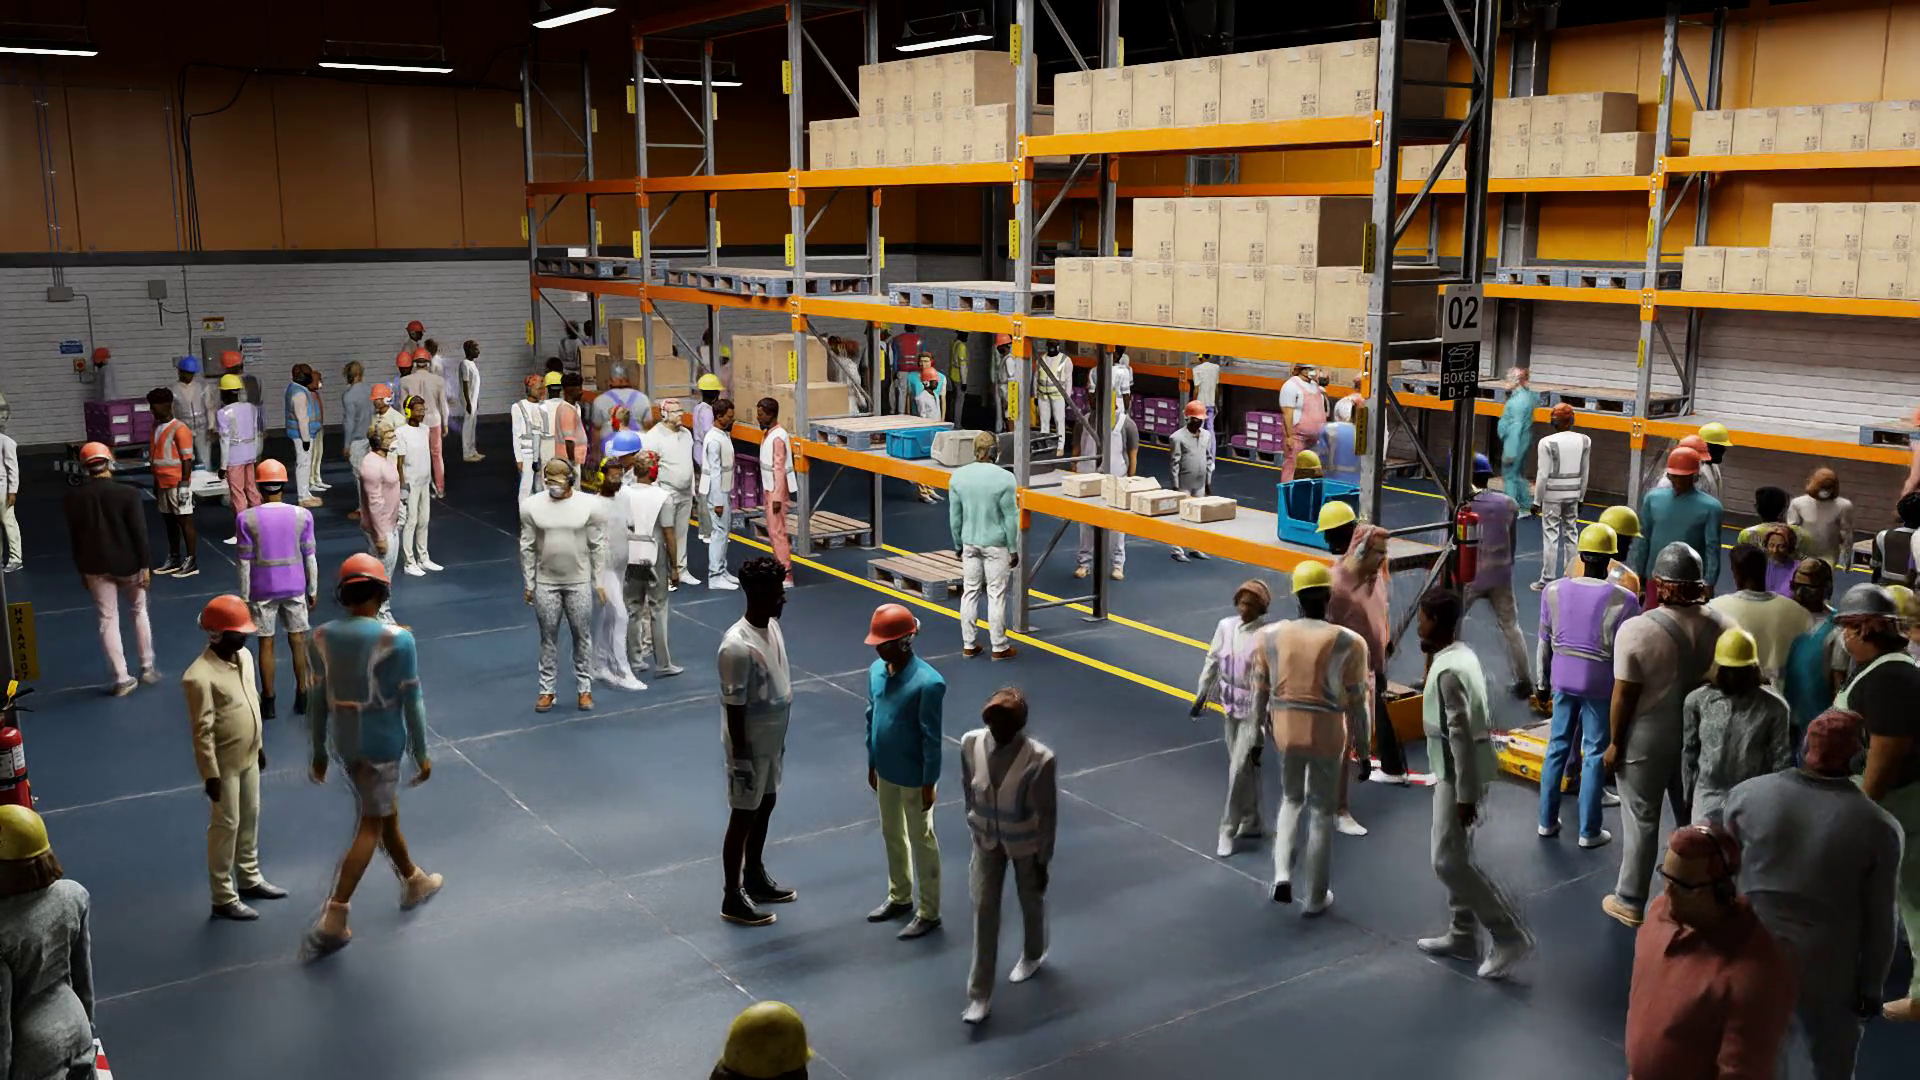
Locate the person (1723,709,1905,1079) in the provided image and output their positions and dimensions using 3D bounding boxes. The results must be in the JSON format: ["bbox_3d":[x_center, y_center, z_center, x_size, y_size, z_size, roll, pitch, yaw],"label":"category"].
[{"bbox_3d":[3.206,1.563,6.315,0.645,1.875,0.668,10,15,42],"label":"person"}]

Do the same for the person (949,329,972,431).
[{"bbox_3d":[0.014,-2.754,28.267,0.394,1.918,0.588,-3,12,-17],"label":"person"}]

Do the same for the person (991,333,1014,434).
[{"bbox_3d":[0.791,-2.640,27.613,0.621,1.947,0.413,7,13,33],"label":"person"}]

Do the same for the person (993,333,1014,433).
[{"bbox_3d":[0.691,-2.202,25.417,0.384,1.927,0.543,-1,11,-4],"label":"person"}]

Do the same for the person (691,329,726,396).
[{"bbox_3d":[-4.156,-2.569,27.547,0.592,1.842,1.002,-3,11,-13],"label":"person"}]

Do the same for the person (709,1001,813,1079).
[{"bbox_3d":[-0.515,2.018,4.320,0.491,1.731,0.325,6,12,27],"label":"person"}]

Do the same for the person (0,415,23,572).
[{"bbox_3d":[-10.080,-0.539,17.348,0.561,1.752,0.326,3,12,17],"label":"person"}]

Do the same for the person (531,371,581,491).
[{"bbox_3d":[-4.673,-0.992,19.274,0.590,1.912,0.397,-8,13,-34],"label":"person"}]

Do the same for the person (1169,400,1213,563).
[{"bbox_3d":[2.489,-0.628,17.825,0.566,1.744,0.350,-7,13,-33],"label":"person"}]

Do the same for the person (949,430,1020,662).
[{"bbox_3d":[0.212,0.055,13.848,0.627,1.933,0.371,6,12,27],"label":"person"}]

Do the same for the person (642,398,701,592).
[{"bbox_3d":[-2.844,-0.460,16.540,0.409,1.913,0.642,7,13,32],"label":"person"}]

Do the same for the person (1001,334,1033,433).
[{"bbox_3d":[0.922,-2.594,27.450,0.590,1.917,0.396,6,13,28],"label":"person"}]

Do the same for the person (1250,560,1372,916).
[{"bbox_3d":[1.854,1.057,8.799,0.638,1.897,0.493,6,13,30],"label":"person"}]

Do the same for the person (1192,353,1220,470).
[{"bbox_3d":[3.541,-1.933,24.185,0.511,1.872,0.329,-7,13,-33],"label":"person"}]

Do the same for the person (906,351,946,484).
[{"bbox_3d":[-0.465,-1.689,22.991,0.562,1.847,0.390,2,11,10],"label":"person"}]

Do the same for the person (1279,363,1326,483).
[{"bbox_3d":[4.281,-1.328,20.651,0.536,2.000,0.673,10,15,42],"label":"person"}]

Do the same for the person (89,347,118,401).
[{"bbox_3d":[-13.038,-2.086,25.361,0.591,1.713,0.554,10,15,41],"label":"person"}]

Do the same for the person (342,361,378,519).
[{"bbox_3d":[-7.345,-1.230,20.411,0.365,1.938,0.630,2,11,12],"label":"person"}]

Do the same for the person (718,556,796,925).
[{"bbox_3d":[-1.063,1.042,8.750,0.367,1.958,0.610,3,11,15],"label":"person"}]

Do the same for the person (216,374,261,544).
[{"bbox_3d":[-8.172,-0.912,18.811,0.366,1.927,0.585,3,11,15],"label":"person"}]

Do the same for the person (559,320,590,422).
[{"bbox_3d":[-6.752,-2.935,29.288,0.592,1.882,0.356,-1,11,-4],"label":"person"}]

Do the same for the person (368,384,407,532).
[{"bbox_3d":[-6.718,-0.956,19.483,0.573,1.749,0.343,8,13,34],"label":"person"}]

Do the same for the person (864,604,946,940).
[{"bbox_3d":[-0.315,1.177,8.611,0.354,1.738,0.573,-10,15,-40],"label":"person"}]

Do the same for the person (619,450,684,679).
[{"bbox_3d":[-2.521,0.201,13.334,0.571,1.840,0.374,5,12,23],"label":"person"}]

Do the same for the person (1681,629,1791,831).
[{"bbox_3d":[3.848,1.253,8.299,0.501,1.705,0.866,5,12,23],"label":"person"}]

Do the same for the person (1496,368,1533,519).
[{"bbox_3d":[6.709,-1.124,20.067,0.487,1.881,0.705,5,12,23],"label":"person"}]

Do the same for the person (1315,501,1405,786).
[{"bbox_3d":[2.542,0.663,10.949,0.976,1.849,0.649,7,13,33],"label":"person"}]

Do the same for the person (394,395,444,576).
[{"bbox_3d":[-5.606,-0.568,17.207,0.312,1.865,0.536,4,12,20],"label":"person"}]

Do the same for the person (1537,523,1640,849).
[{"bbox_3d":[3.704,0.849,9.835,0.592,1.918,0.394,11,15,44],"label":"person"}]

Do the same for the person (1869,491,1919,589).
[{"bbox_3d":[6.966,0.480,12.294,0.321,1.694,0.533,-6,13,-28],"label":"person"}]

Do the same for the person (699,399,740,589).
[{"bbox_3d":[-2.386,-0.455,16.537,0.409,1.907,0.598,0,11,-2],"label":"person"}]

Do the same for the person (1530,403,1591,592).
[{"bbox_3d":[5.884,-0.407,16.331,0.574,1.887,0.355,-3,11,-16],"label":"person"}]

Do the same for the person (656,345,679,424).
[{"bbox_3d":[-4.949,-2.646,27.934,0.503,1.837,0.351,0,11,0],"label":"person"}]

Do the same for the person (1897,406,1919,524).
[{"bbox_3d":[9.202,-0.335,15.755,0.705,1.972,0.460,-4,12,-21],"label":"person"}]

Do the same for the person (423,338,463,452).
[{"bbox_3d":[-8.087,-2.252,25.987,0.931,1.806,0.524,-1,11,-5],"label":"person"}]

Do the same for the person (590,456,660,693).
[{"bbox_3d":[-2.655,0.264,13.040,0.776,1.838,0.502,6,13,28],"label":"person"}]

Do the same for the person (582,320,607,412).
[{"bbox_3d":[-6.251,-2.803,28.477,0.370,1.933,0.626,4,12,19],"label":"person"}]

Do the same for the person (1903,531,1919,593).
[{"bbox_3d":[6.861,0.554,11.560,0.479,1.834,0.581,-6,13,-28],"label":"person"}]

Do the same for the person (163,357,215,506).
[{"bbox_3d":[-9.804,-1.368,21.163,0.616,1.933,0.467,-11,15,-44],"label":"person"}]

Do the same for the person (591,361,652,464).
[{"bbox_3d":[-3.986,-1.094,19.449,0.686,2.000,0.613,-6,13,-29],"label":"person"}]

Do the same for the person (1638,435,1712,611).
[{"bbox_3d":[6.107,0.030,14.126,0.562,1.866,1.040,-6,12,-27],"label":"person"}]

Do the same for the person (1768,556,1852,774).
[{"bbox_3d":[4.719,0.985,9.340,0.345,1.838,0.512,-5,12,-25],"label":"person"}]

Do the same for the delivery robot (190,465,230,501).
[{"bbox_3d":[-9.615,-0.705,21.036,0.707,0.478,0.477,-10,15,-43],"label":"delivery robot"}]

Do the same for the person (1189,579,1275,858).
[{"bbox_3d":[1.633,1.017,9.736,0.465,1.618,0.595,-7,13,-32],"label":"person"}]

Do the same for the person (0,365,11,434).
[{"bbox_3d":[-13.134,-1.608,22.613,0.404,1.830,0.603,-2,11,-12],"label":"person"}]
